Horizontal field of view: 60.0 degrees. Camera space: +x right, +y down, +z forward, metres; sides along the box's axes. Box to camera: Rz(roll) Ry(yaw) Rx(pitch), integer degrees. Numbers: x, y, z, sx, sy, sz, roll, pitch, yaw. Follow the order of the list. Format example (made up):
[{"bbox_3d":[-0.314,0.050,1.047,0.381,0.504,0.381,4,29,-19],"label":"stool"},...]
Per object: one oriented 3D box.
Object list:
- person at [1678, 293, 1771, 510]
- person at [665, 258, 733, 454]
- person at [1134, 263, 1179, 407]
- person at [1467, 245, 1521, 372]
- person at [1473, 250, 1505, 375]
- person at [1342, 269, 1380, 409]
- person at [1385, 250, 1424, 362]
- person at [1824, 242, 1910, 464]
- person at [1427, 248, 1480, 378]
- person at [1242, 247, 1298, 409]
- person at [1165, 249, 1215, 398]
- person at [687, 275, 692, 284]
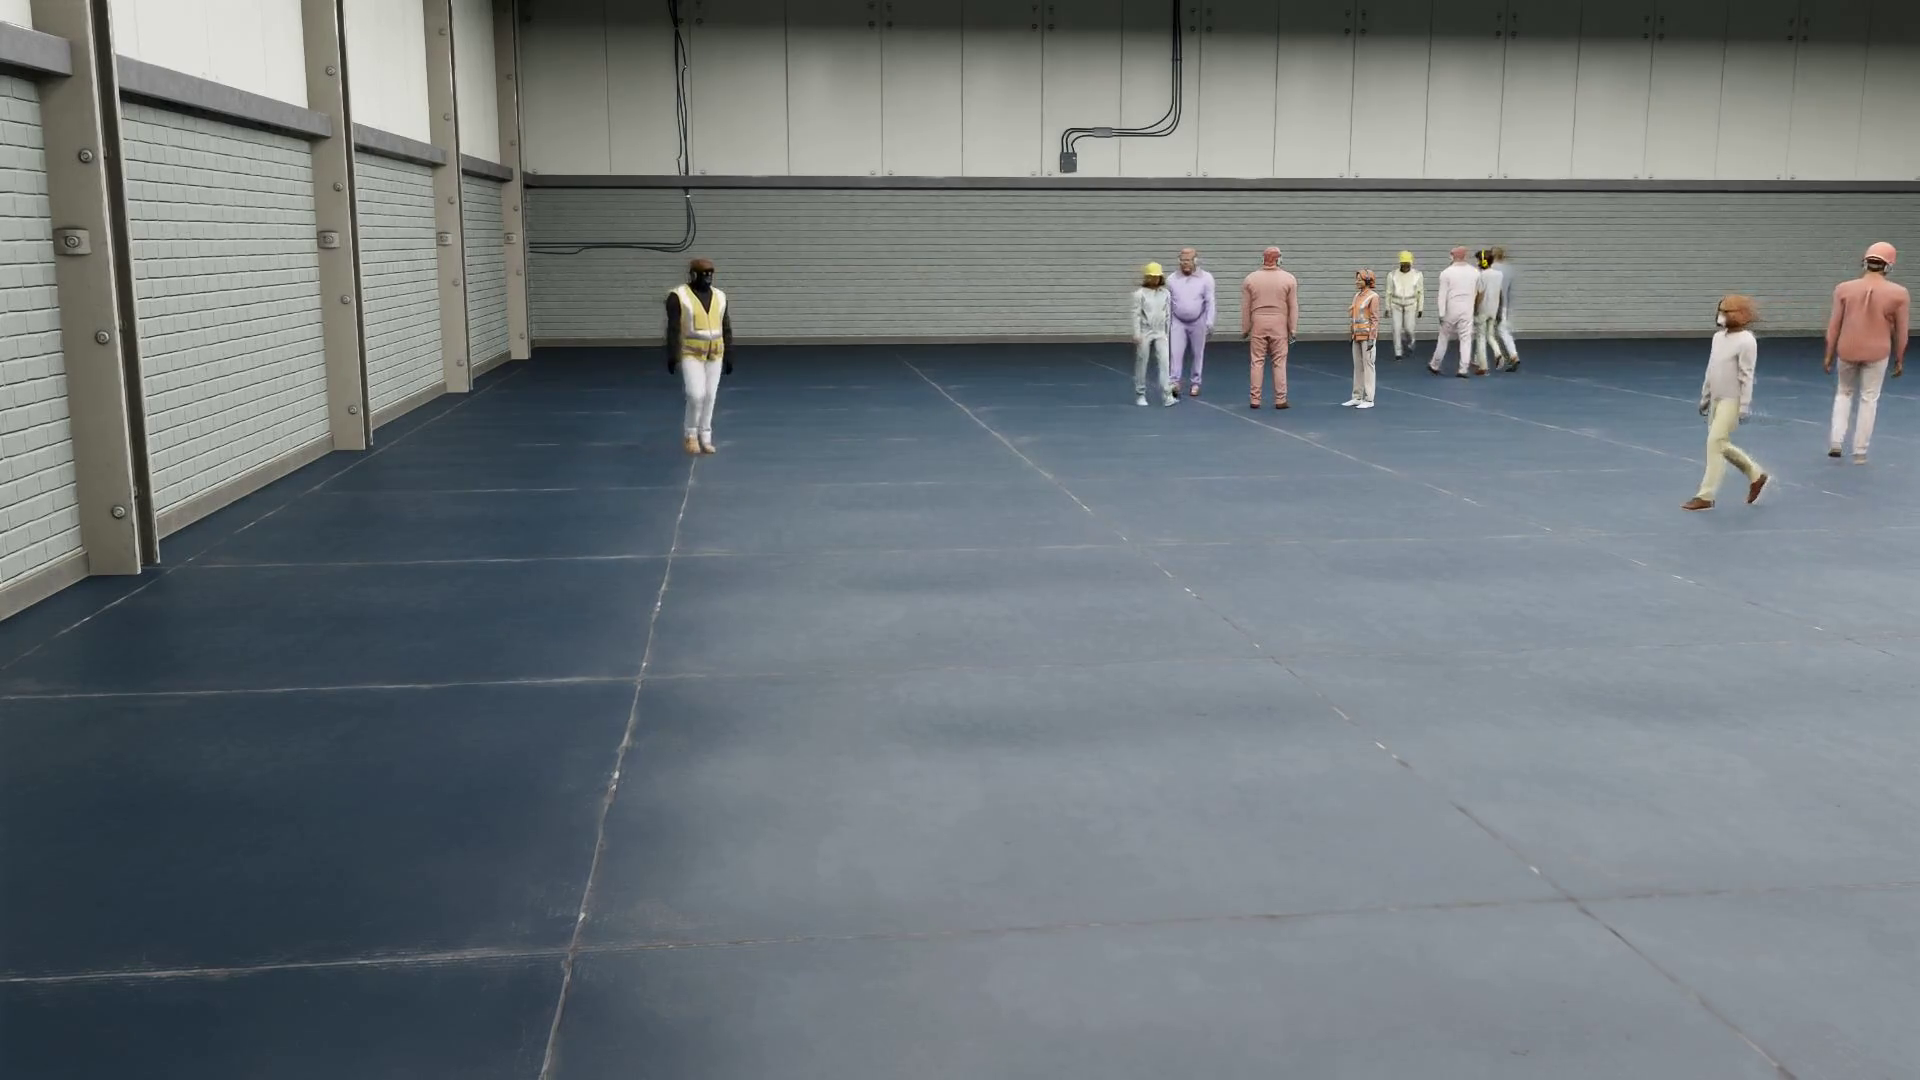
[{"bbox_3d":[5.731,-1.023,12.334,0.702,1.609,0.506,0,10,-3],"label":"person"},{"bbox_3d":[-2.399,-1.699,15.475,0.659,1.824,0.465,-8,13,-38],"label":"person"},{"bbox_3d":[2.323,-2.421,19.758,0.502,1.707,0.846,-3,11,-16],"label":"person"},{"bbox_3d":[8.112,-3.487,25.086,0.643,1.904,0.974,-5,11,-25],"label":"person"},{"bbox_3d":[7.729,-3.311,24.279,0.542,1.839,0.483,-4,11,-20],"label":"person"},{"bbox_3d":[4.781,-2.378,19.706,0.309,1.641,0.512,-3,11,-16],"label":"person"},{"bbox_3d":[7.223,-3.796,27.049,0.597,1.807,0.450,3,11,16],"label":"person"},{"bbox_3d":[8.110,-1.659,14.892,0.629,1.976,0.505,8,13,37],"label":"person"},{"bbox_3d":[7.183,-3.305,24.190,0.640,1.853,0.976,-1,10,-6],"label":"person"},{"bbox_3d":[3.656,-2.494,19.614,0.652,1.906,0.403,3,11,18],"label":"person"},{"bbox_3d":[2.865,-2.708,20.921,0.659,1.860,0.968,2,11,13],"label":"person"},{"bbox_3d":[-3.451,-2.813,22.180,0.505,1.607,0.623,1,10,8],"label":"person"}]
